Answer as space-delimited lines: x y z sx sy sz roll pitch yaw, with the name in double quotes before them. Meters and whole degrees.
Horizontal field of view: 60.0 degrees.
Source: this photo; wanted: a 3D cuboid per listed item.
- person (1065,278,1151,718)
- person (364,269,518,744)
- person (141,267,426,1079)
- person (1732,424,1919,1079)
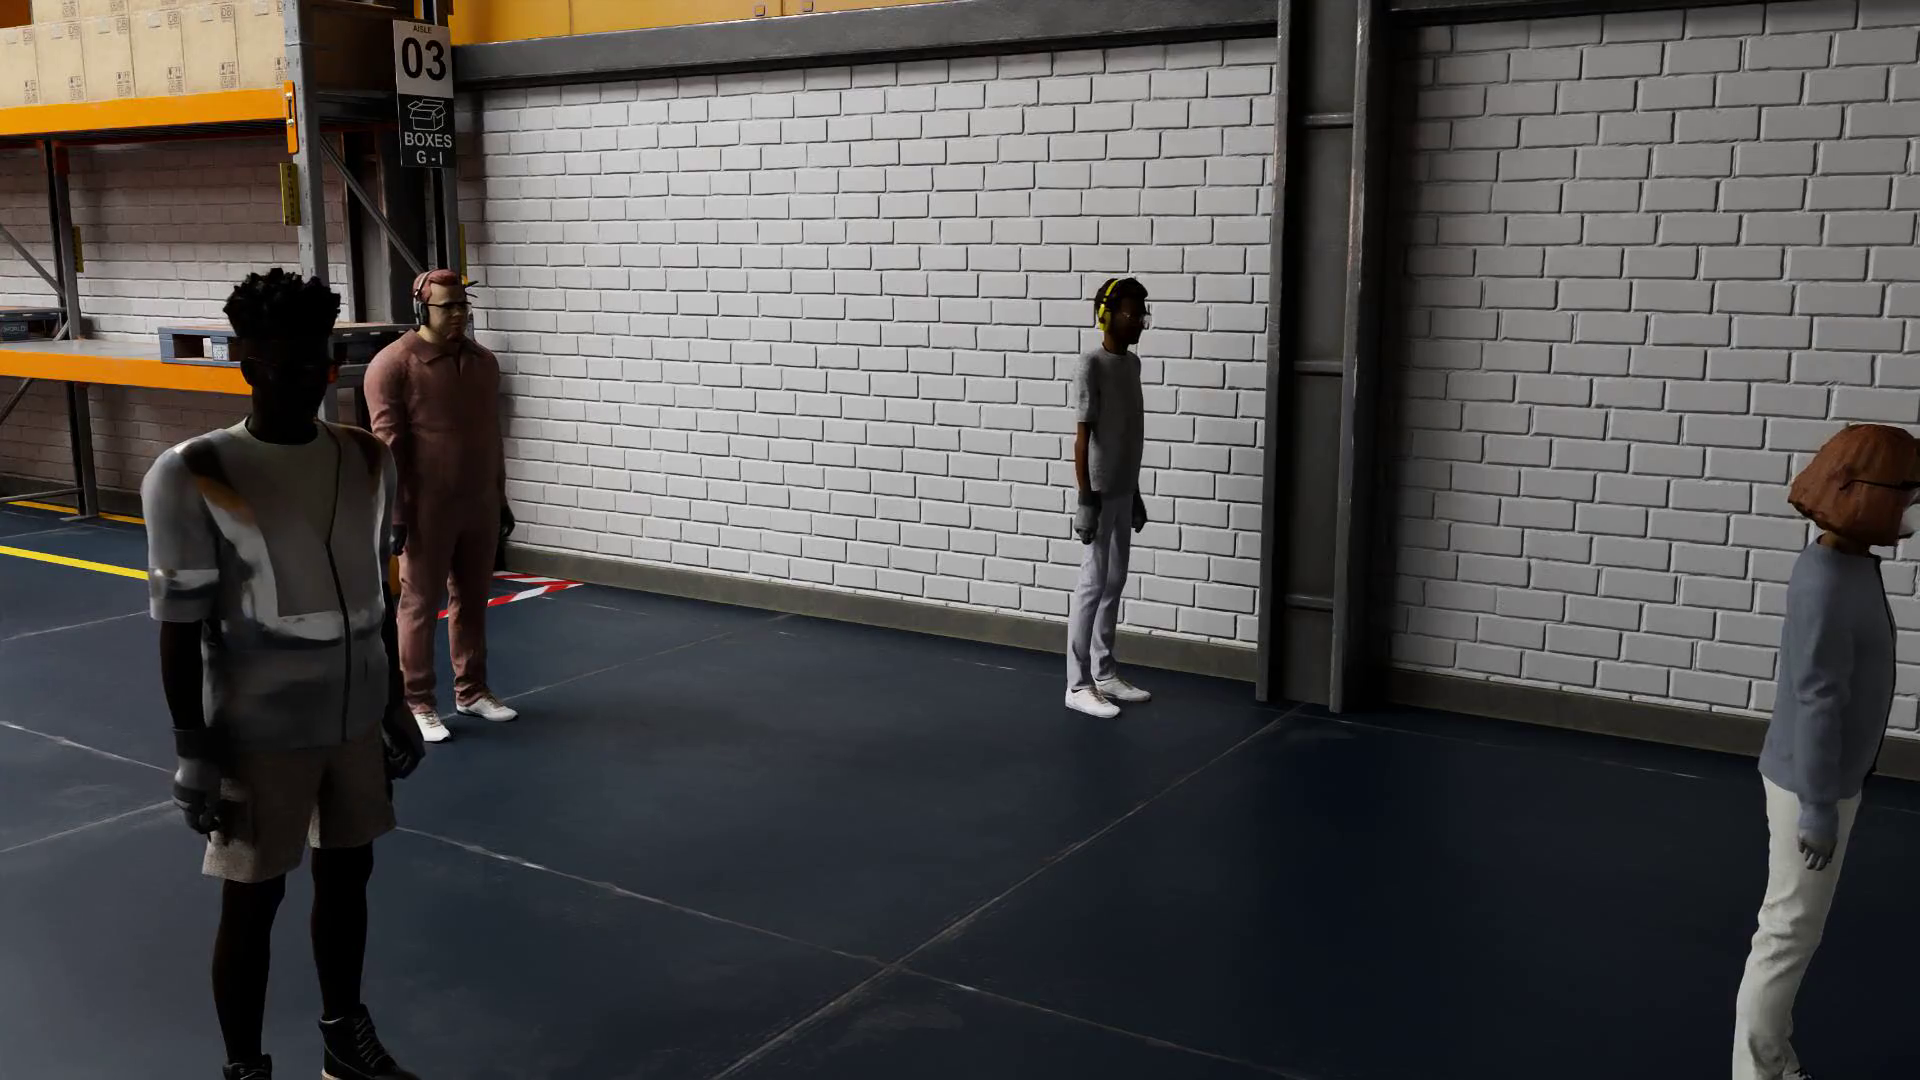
"person" 0.651 -0.186 7.149 0.309 1.864 0.535 6 12 32
"person" -2.079 -0.145 6.805 0.402 1.906 0.652 6 12 32
"person" -1.462 0.388 3.691 0.366 1.962 0.614 6 12 32
"person" 1.924 0.553 3.696 0.270 1.631 0.507 6 12 32
